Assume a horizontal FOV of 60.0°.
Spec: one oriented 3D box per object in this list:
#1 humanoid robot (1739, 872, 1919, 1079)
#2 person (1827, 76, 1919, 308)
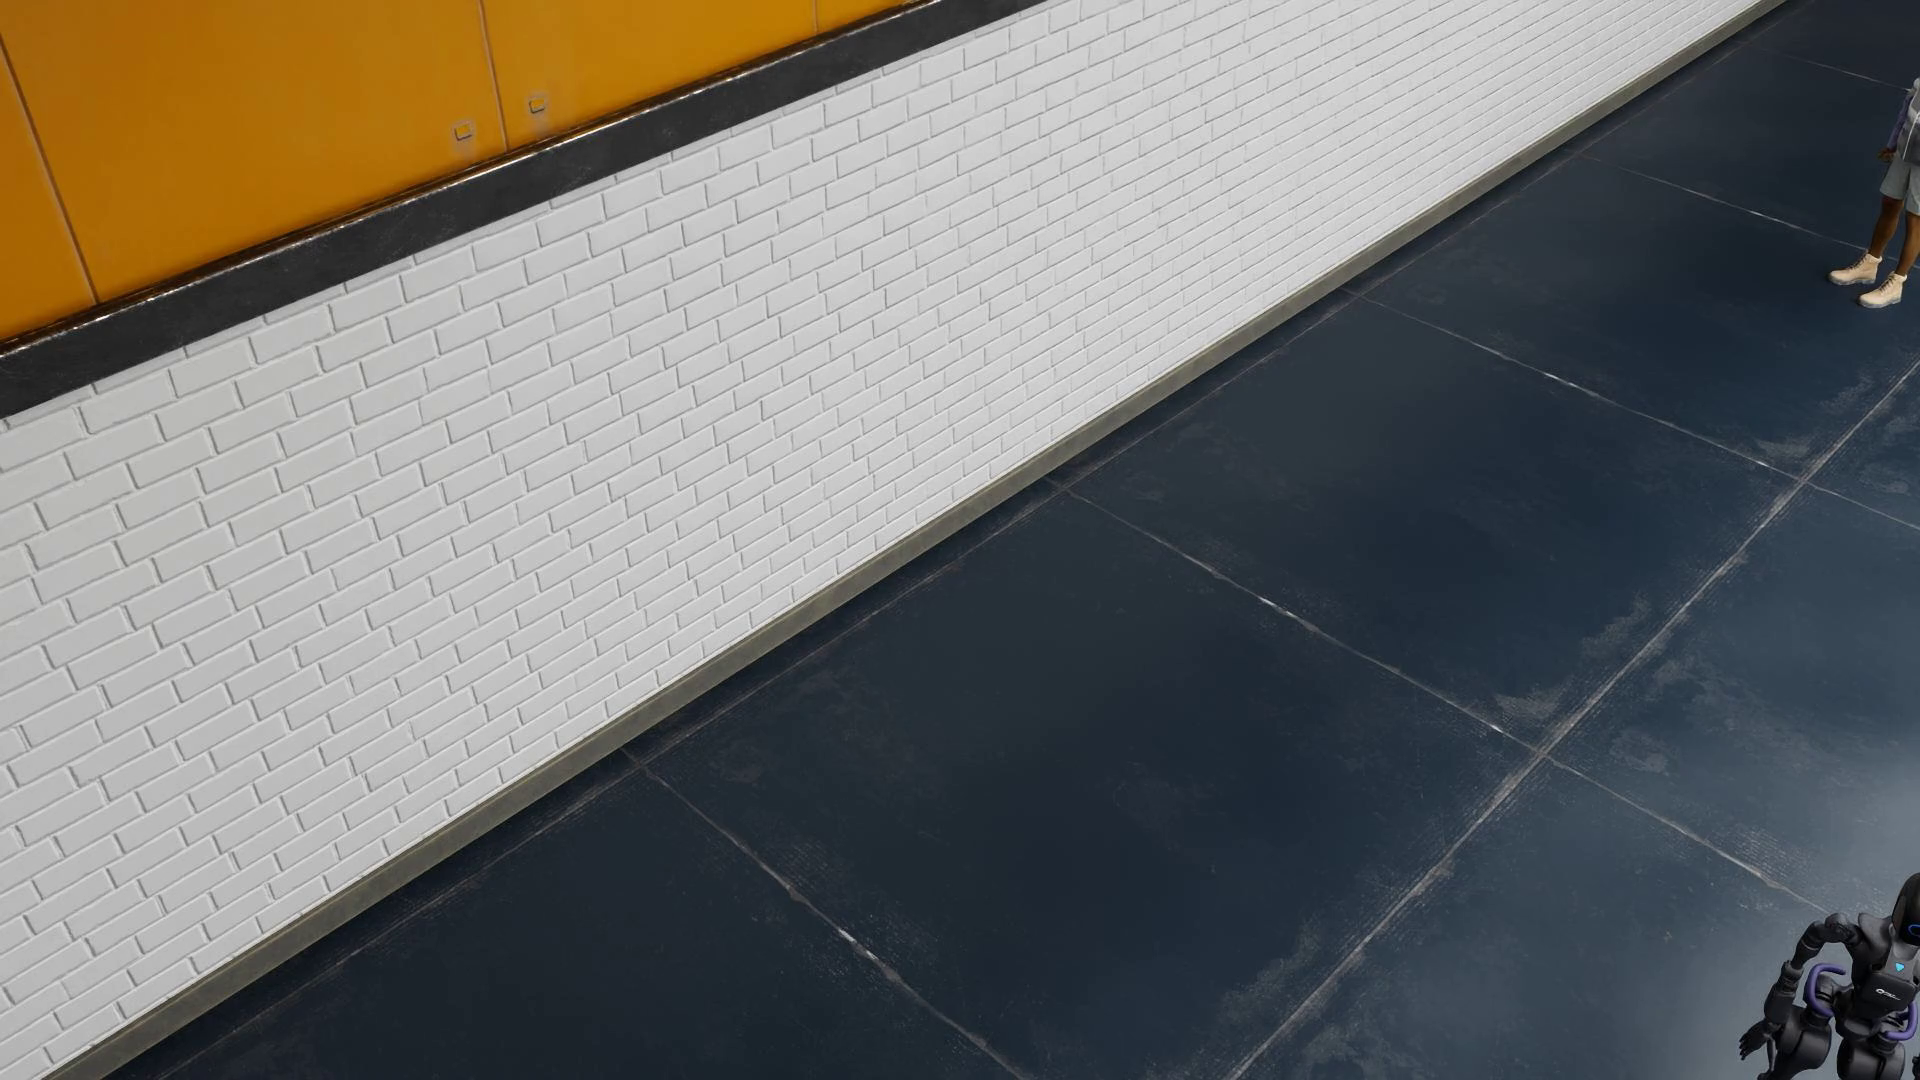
[{"bbox_3d":[3.020,1.701,5.654,0.599,1.657,0.315,17,42,20],"label":"humanoid robot"},{"bbox_3d":[6.112,-2.452,10.568,0.368,2.044,0.607,-8,39,-9],"label":"person"}]
